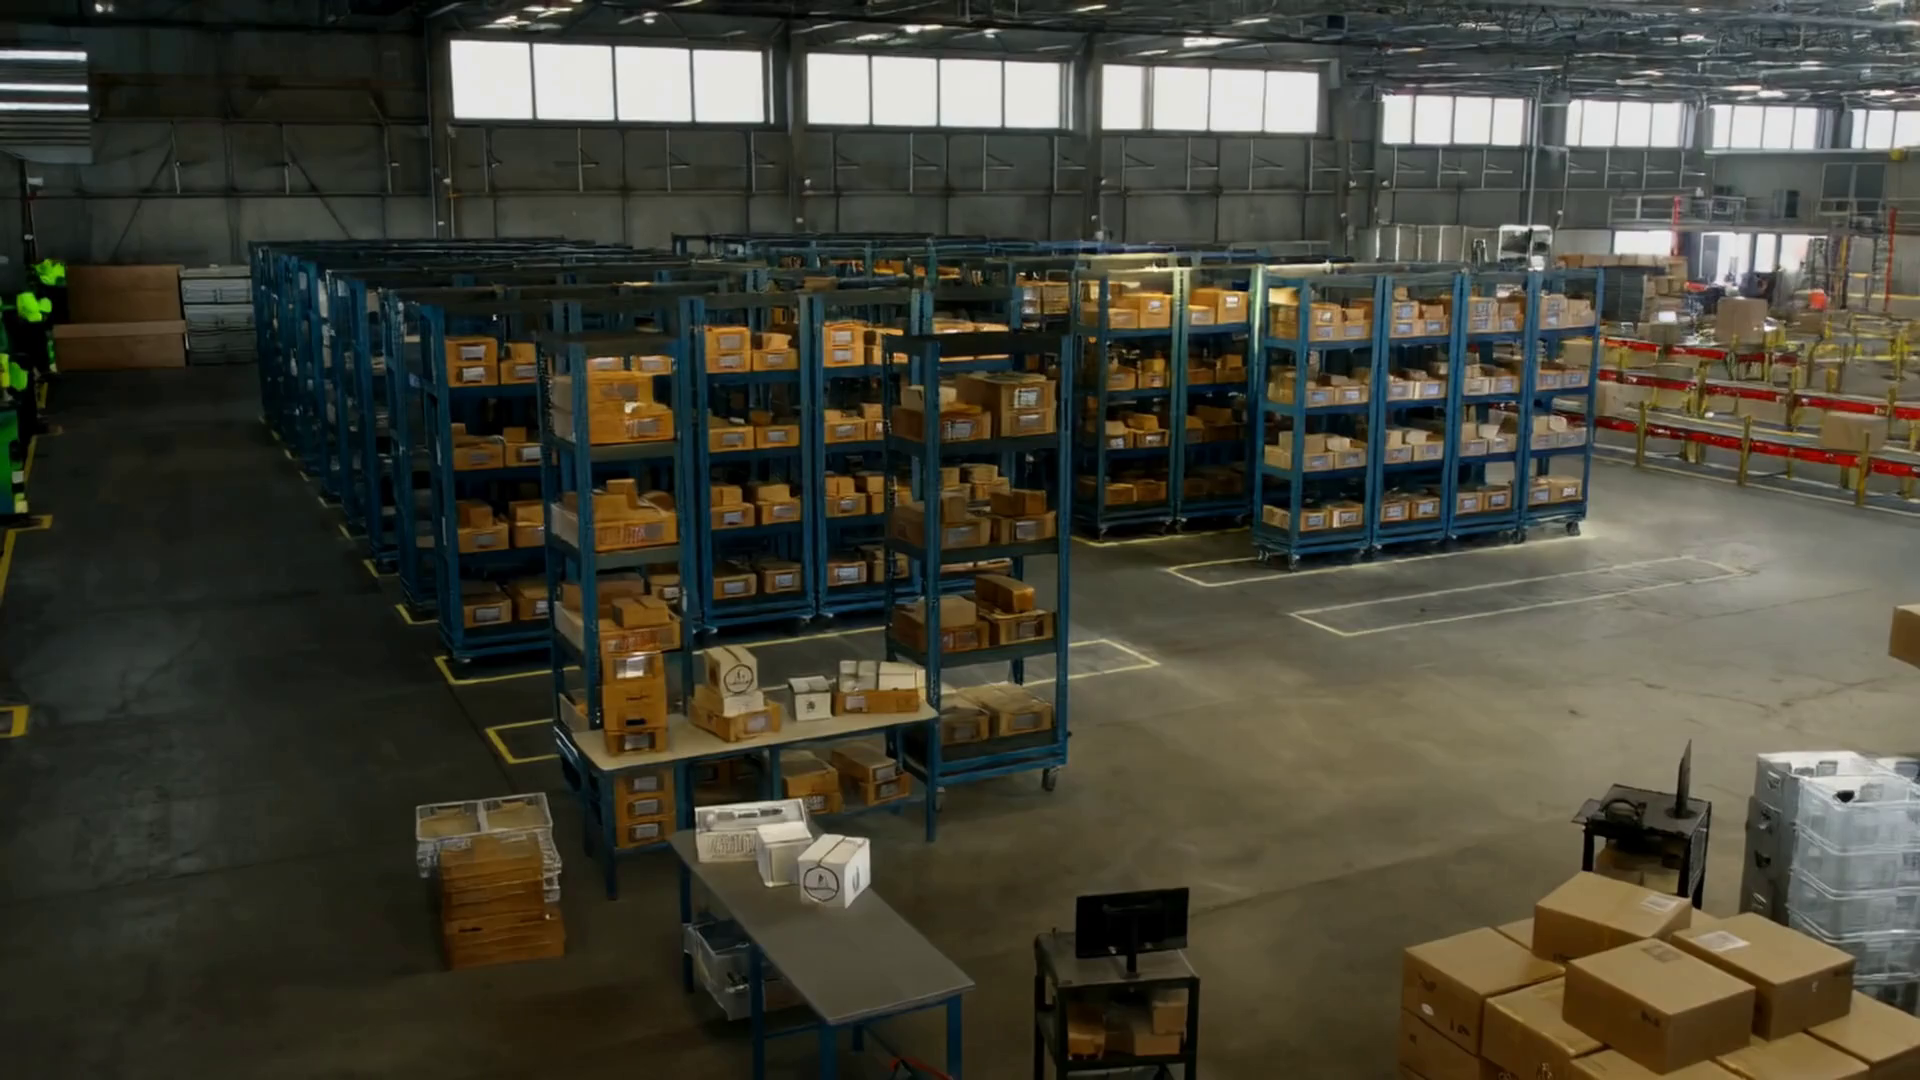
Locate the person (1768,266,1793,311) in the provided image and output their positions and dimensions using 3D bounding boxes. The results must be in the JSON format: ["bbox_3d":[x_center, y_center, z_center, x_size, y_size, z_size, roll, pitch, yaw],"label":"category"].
[{"bbox_3d":[31.029,-9.485,62.681,0.900,1.673,0.521,10,16,40],"label":"person"}]

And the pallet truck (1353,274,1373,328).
[{"bbox_3d":[13.011,-8.050,55.243,0.823,1.965,1.885,-7,14,-28],"label":"pallet truck"}]

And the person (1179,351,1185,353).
[{"bbox_3d":[5.406,-4.845,40.913,0.529,1.727,0.893,6,14,28],"label":"person"}]

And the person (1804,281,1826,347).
[{"bbox_3d":[25.033,-6.615,48.729,0.523,1.909,0.651,-9,15,-35],"label":"person"}]
